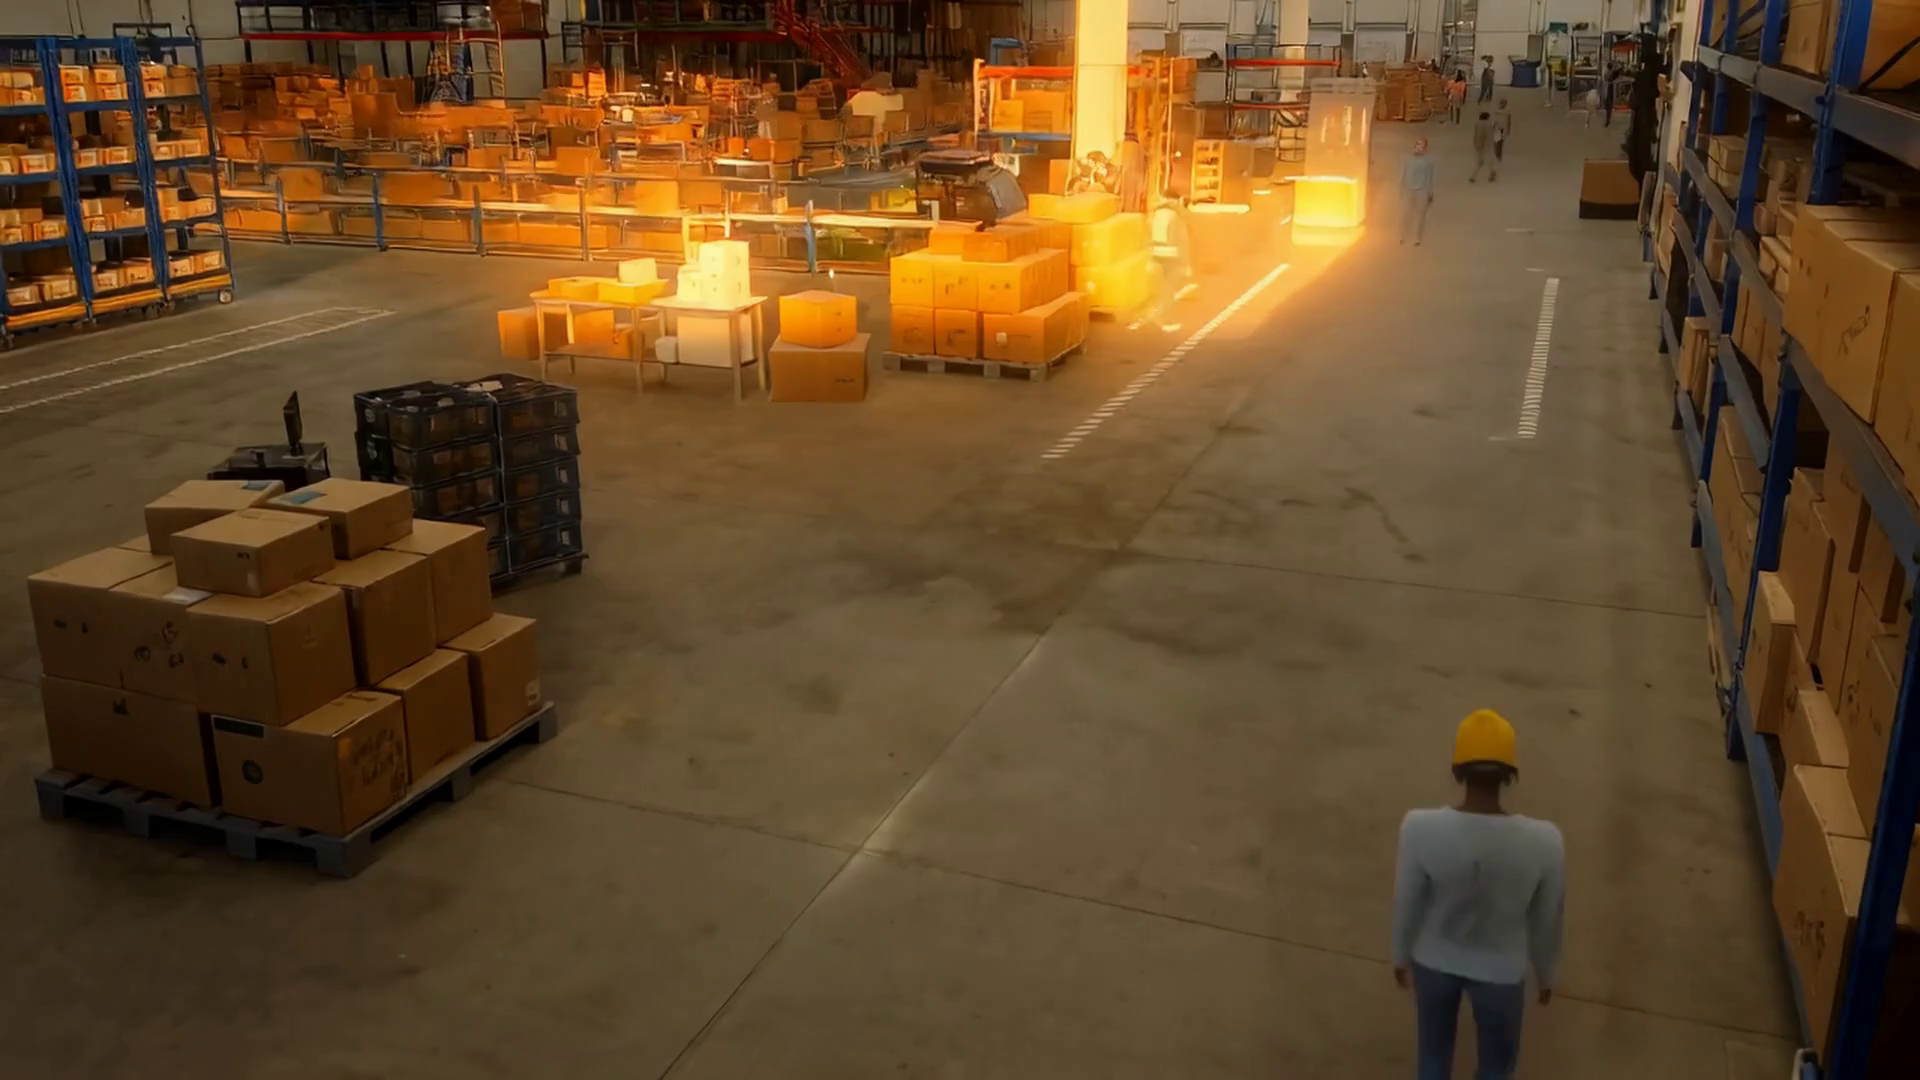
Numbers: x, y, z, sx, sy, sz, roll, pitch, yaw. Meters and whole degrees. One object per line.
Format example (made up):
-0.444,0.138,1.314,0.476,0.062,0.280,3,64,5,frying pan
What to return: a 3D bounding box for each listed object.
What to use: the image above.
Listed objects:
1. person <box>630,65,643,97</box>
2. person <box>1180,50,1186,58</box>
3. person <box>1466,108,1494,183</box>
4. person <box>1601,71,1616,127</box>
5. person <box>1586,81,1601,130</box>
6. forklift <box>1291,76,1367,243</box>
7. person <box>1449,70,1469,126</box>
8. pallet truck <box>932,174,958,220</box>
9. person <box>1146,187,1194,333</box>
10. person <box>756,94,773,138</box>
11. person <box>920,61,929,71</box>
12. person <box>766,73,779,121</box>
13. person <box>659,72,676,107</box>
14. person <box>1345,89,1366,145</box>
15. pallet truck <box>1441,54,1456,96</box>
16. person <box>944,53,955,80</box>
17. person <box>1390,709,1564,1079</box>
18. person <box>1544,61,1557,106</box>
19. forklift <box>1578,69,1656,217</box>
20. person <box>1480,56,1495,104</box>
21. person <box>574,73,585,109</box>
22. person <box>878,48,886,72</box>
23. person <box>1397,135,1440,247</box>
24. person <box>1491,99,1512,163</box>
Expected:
-12.120,-16.808,62.424,0.672,1.979,0.634,10,20,30,person
12.322,-26.304,92.503,0.524,1.844,0.820,-16,23,-40,person
12.295,-9.271,39.112,0.533,1.747,0.680,-7,19,-21,person
22.804,-15.462,58.307,0.377,1.921,0.604,6,19,18,person
21.572,-14.759,56.580,0.537,1.623,0.535,-2,18,-8,person
6.598,-6.755,29.381,1.129,2.768,1.873,6,19,19,forklift
17.610,-15.605,58.740,0.634,1.915,0.974,6,18,17,person
-0.507,-5.292,27.348,0.653,1.274,1.630,6,19,19,pallet truck
2.652,-3.524,20.966,0.425,1.806,0.649,-12,21,-32,person
-5.682,-12.211,48.605,0.508,1.609,0.765,4,18,13,person
-1.402,-18.983,69.360,0.657,1.913,0.547,14,22,36,person
-6.896,-16.305,61.234,0.492,1.742,0.318,-2,18,-5,person
-10.429,-15.739,59.332,0.595,1.824,0.404,-8,19,-23,person
10.343,-10.766,43.363,0.637,2.031,0.527,10,20,28,person
22.765,-21.886,78.355,0.823,1.965,1.885,-4,18,-14,pallet truck
-0.564,-23.800,84.567,0.616,1.882,0.895,4,18,12,person
1.680,1.424,5.513,0.539,1.747,0.533,7,19,21,person
25.300,-19.523,71.165,0.329,1.861,0.505,-8,19,-23,person
13.219,-7.740,32.475,1.873,2.768,1.129,6,19,18,forklift
23.182,-20.182,72.931,0.536,2.000,0.687,-13,22,-36,person
-13.043,-15.150,57.311,0.586,1.919,0.548,8,19,24,person
-4.489,-27.338,95.732,0.504,1.847,0.345,-11,21,-31,person
7.812,-5.947,28.450,0.669,1.886,0.615,12,21,32,person
14.452,-10.891,44.345,0.537,1.673,0.758,-3,18,-8,person
